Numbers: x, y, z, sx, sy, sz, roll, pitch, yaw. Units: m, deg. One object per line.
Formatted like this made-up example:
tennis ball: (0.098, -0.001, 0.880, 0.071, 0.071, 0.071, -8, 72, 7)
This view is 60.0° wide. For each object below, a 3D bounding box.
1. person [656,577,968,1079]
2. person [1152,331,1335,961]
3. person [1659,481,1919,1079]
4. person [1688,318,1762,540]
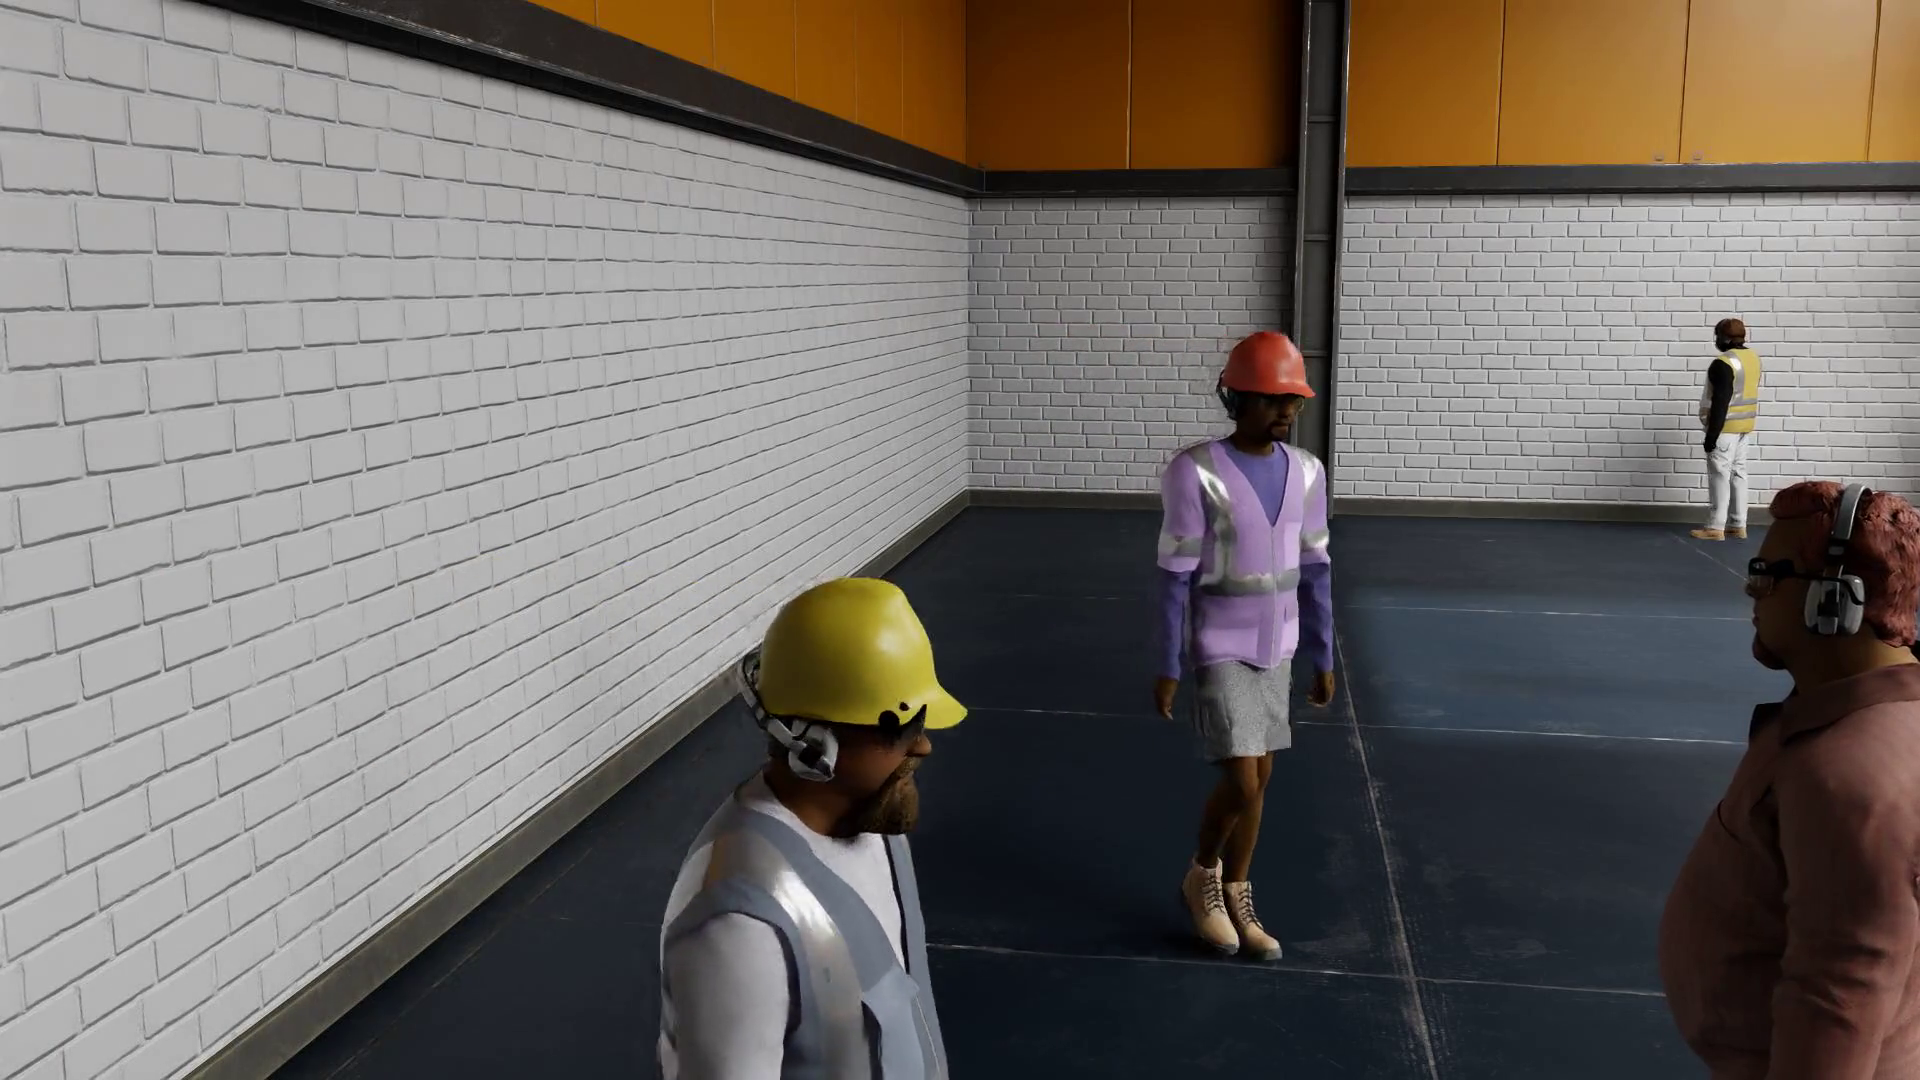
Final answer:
person: (-0.208, 0.938, 2.377, 0.465, 1.811, 0.608, 2, 9, 15)
person: (0.928, 0.357, 5.300, 0.644, 2.028, 0.421, -5, 11, -30)
person: (1.290, 0.858, 2.578, 0.409, 1.908, 0.639, 6, 11, 32)
person: (6.342, -0.908, 13.780, 0.633, 1.841, 0.428, -8, 12, -40)
